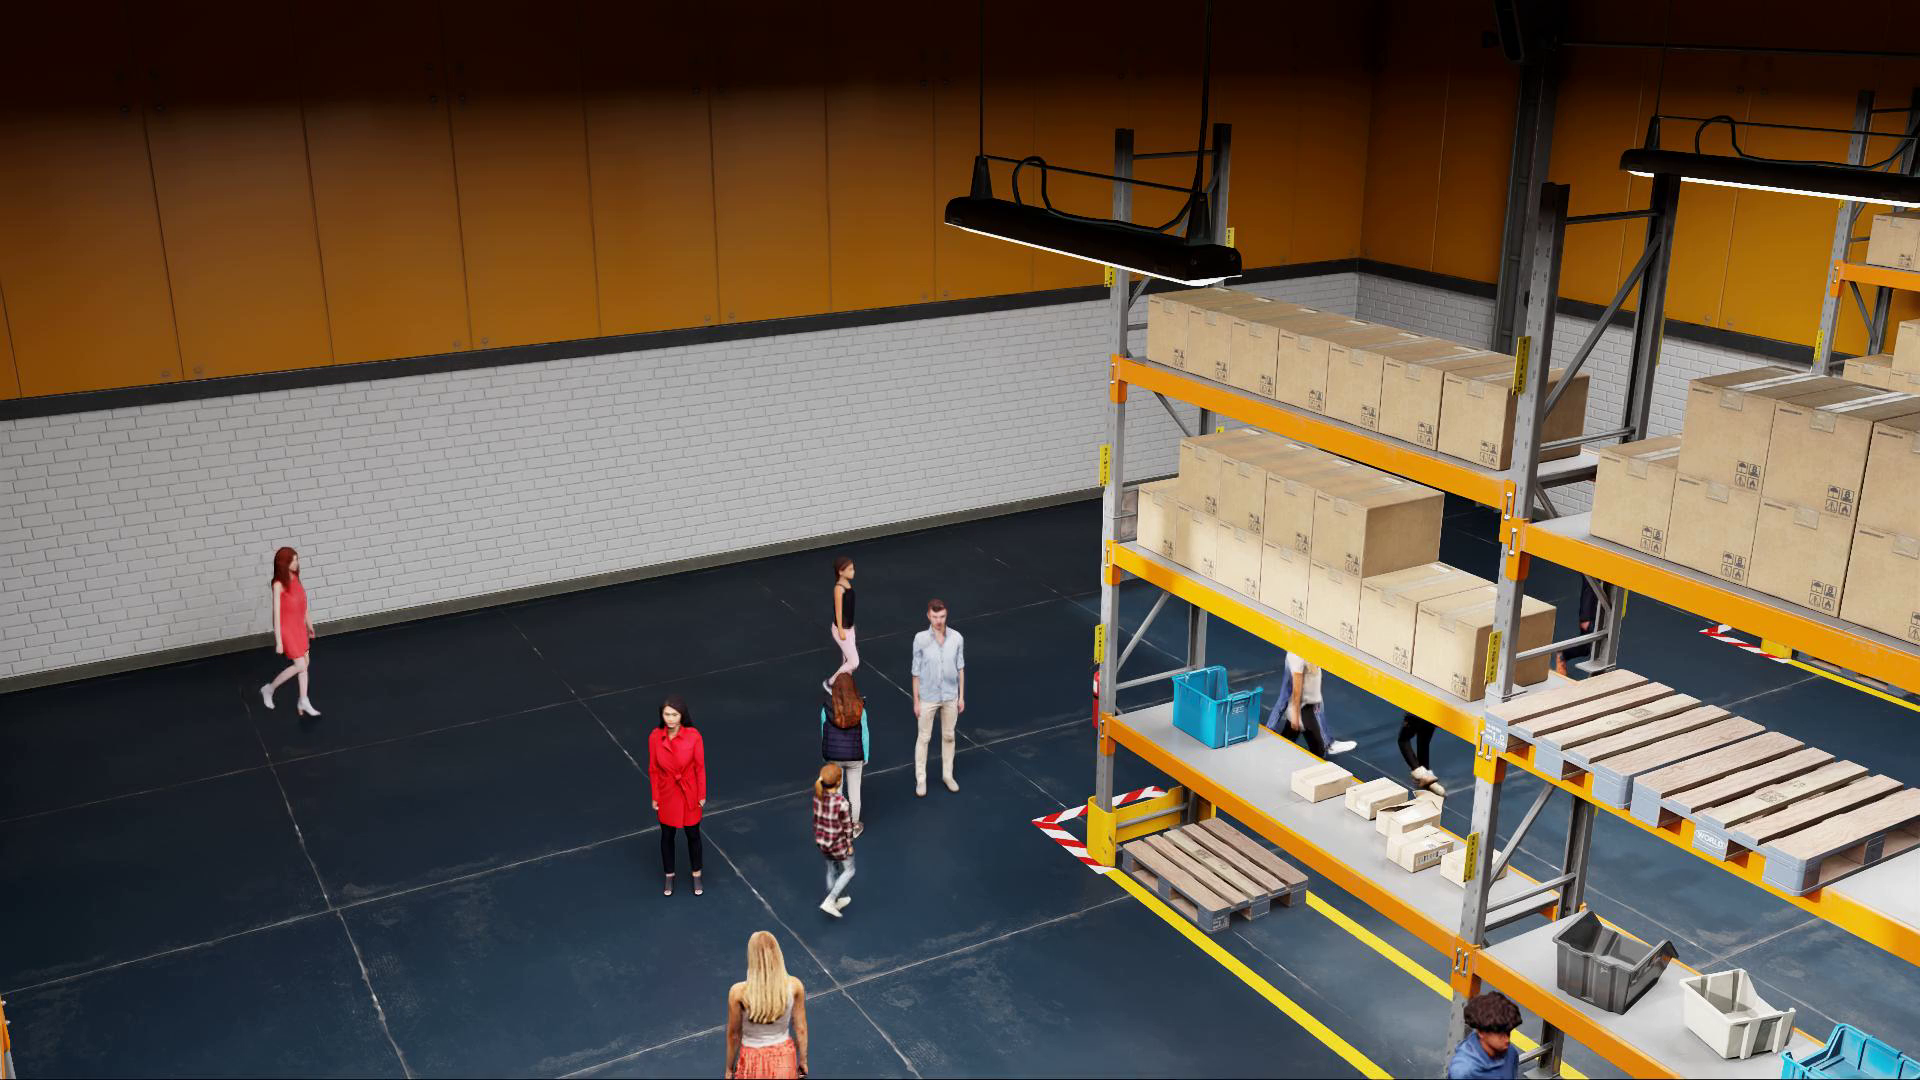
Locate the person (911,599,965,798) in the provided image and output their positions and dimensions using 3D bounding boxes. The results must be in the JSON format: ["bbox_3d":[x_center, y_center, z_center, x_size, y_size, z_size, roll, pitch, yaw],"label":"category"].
[{"bbox_3d":[-0.196,1.397,14.995,0.704,1.847,0.627,-5,19,-14],"label":"person"}]

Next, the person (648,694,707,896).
[{"bbox_3d":[-2.245,2.034,13.262,0.721,1.746,0.758,0,19,-1],"label":"person"}]

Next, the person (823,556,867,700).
[{"bbox_3d":[-1.234,0.905,16.904,0.768,1.561,0.713,4,19,12],"label":"person"}]

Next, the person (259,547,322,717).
[{"bbox_3d":[-6.696,0.934,16.430,0.910,1.810,0.876,0,19,1],"label":"person"}]

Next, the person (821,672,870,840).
[{"bbox_3d":[-0.988,1.838,14.235,0.677,1.497,0.723,1,19,4],"label":"person"}]

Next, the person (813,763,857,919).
[{"bbox_3d":[-1.014,2.365,12.975,0.674,1.301,0.719,13,23,35],"label":"person"}]

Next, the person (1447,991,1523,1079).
[{"bbox_3d":[2.838,3.317,9.377,0.715,1.793,0.724,-12,22,-33],"label":"person"}]

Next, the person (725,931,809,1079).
[{"bbox_3d":[-1.129,3.182,9.790,0.811,1.787,0.926,-3,19,-10],"label":"person"}]
